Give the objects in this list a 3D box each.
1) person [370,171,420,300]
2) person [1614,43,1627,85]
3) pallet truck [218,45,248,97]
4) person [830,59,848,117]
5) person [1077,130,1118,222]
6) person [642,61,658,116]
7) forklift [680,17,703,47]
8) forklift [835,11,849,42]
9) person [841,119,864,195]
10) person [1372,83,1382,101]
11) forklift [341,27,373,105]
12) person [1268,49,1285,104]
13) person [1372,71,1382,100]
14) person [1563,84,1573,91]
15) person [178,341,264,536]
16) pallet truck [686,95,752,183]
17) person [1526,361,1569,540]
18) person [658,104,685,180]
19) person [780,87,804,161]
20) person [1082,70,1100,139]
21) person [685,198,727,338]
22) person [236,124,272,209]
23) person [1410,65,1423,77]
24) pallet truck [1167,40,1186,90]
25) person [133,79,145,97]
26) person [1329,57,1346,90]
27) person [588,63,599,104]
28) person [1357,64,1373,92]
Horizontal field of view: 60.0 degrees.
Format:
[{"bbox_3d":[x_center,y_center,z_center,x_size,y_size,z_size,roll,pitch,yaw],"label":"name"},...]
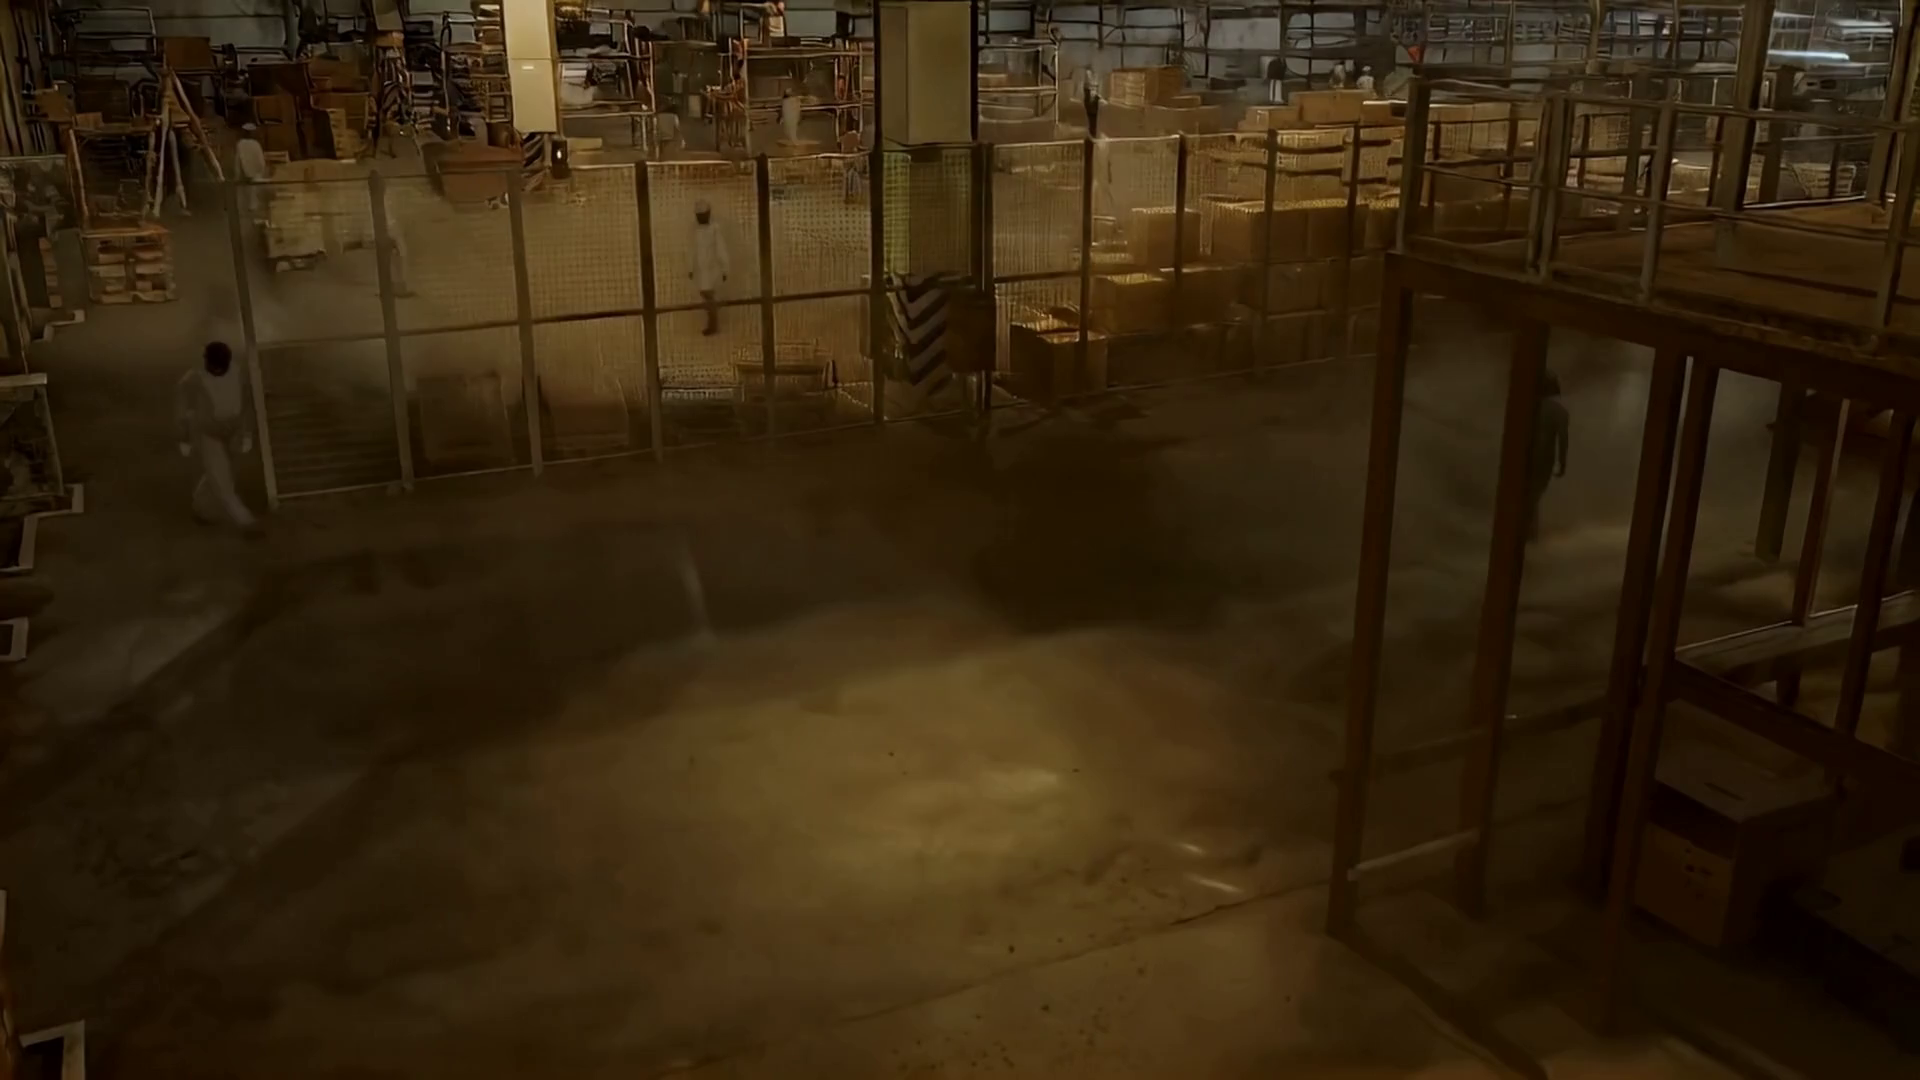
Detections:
[{"bbox_3d":[-8.798,-4.710,25.730,0.577,1.966,0.653,-11,22,-29],"label":"person"},{"bbox_3d":[28.717,-20.612,72.061,0.708,1.809,0.495,7,20,20],"label":"person"},{"bbox_3d":[-28.879,-18.665,66.111,0.823,1.965,1.885,-3,19,-9],"label":"pallet truck"},{"bbox_3d":[-4.073,-15.501,57.067,0.662,1.906,0.885,-8,20,-21],"label":"person"},{"bbox_3d":[2.810,-7.339,33.542,0.983,1.826,0.540,11,22,29],"label":"person"},{"bbox_3d":[-10.709,-15.579,57.271,0.642,1.927,0.643,-10,21,-27],"label":"person"},{"bbox_3d":[-11.654,-21.346,72.550,1.129,2.768,1.873,3,19,10],"label":"forklift"},{"bbox_3d":[-5.880,-25.018,83.192,1.873,2.768,1.129,-9,21,-25],"label":"forklift"},{"bbox_3d":[-2.413,-8.623,37.455,0.530,1.695,0.321,-1,19,-2],"label":"person"},{"bbox_3d":[11.502,-11.786,46.378,0.571,1.854,0.553,4,19,12],"label":"person"},{"bbox_3d":[-22.275,-17.346,60.954,1.873,2.768,1.129,-9,21,-25],"label":"forklift"},{"bbox_3d":[11.855,-17.360,62.330,0.623,1.992,0.396,6,20,16],"label":"person"},{"bbox_3d":[14.025,-15.118,56.457,0.886,1.585,0.573,4,19,11],"label":"person"},{"bbox_3d":[18.160,-13.119,50.152,0.554,1.919,0.505,-4,19,-11],"label":"person"},{"bbox_3d":[-6.737,-0.943,15.107,1.087,1.762,0.626,10,22,28],"label":"person"},{"bbox_3d":[-5.836,-9.608,39.856,0.823,1.965,1.885,10,22,27],"label":"pallet truck"},{"bbox_3d":[5.020,-0.715,14.542,0.491,1.710,0.912,14,24,36],"label":"person"},{"bbox_3d":[-6.980,-9.631,40.251,0.621,1.784,1.006,13,23,32],"label":"person"},{"bbox_3d":[-4.449,-10.964,43.921,0.847,1.913,0.637,14,24,36],"label":"person"},{"bbox_3d":[3.893,-12.929,49.417,0.536,2.000,0.678,-2,19,-5],"label":"person"},{"bbox_3d":[-3.567,-3.764,23.044,0.568,1.908,0.752,8,21,22],"label":"person"},{"bbox_3d":[-14.451,-7.574,34.159,0.643,1.857,0.982,8,21,23],"label":"person"},{"bbox_3d":[15.841,-15.672,57.894,0.541,1.698,0.318,-11,22,-29],"label":"person"},{"bbox_3d":[9.045,-19.971,69.895,0.823,1.965,1.885,-3,19,-8],"label":"pallet truck"},{"bbox_3d":[-25.318,-13.409,51.428,0.523,1.631,0.323,6,20,18],"label":"person"},{"bbox_3d":[13.546,-16.388,59.704,0.601,1.859,0.782,7,20,19],"label":"person"},{"bbox_3d":[-13.005,-16.152,58.930,0.369,1.925,0.594,-9,21,-25],"label":"person"},{"bbox_3d":[13.060,-14.337,53.651,0.546,1.939,0.375,17,25,40],"label":"person"}]
